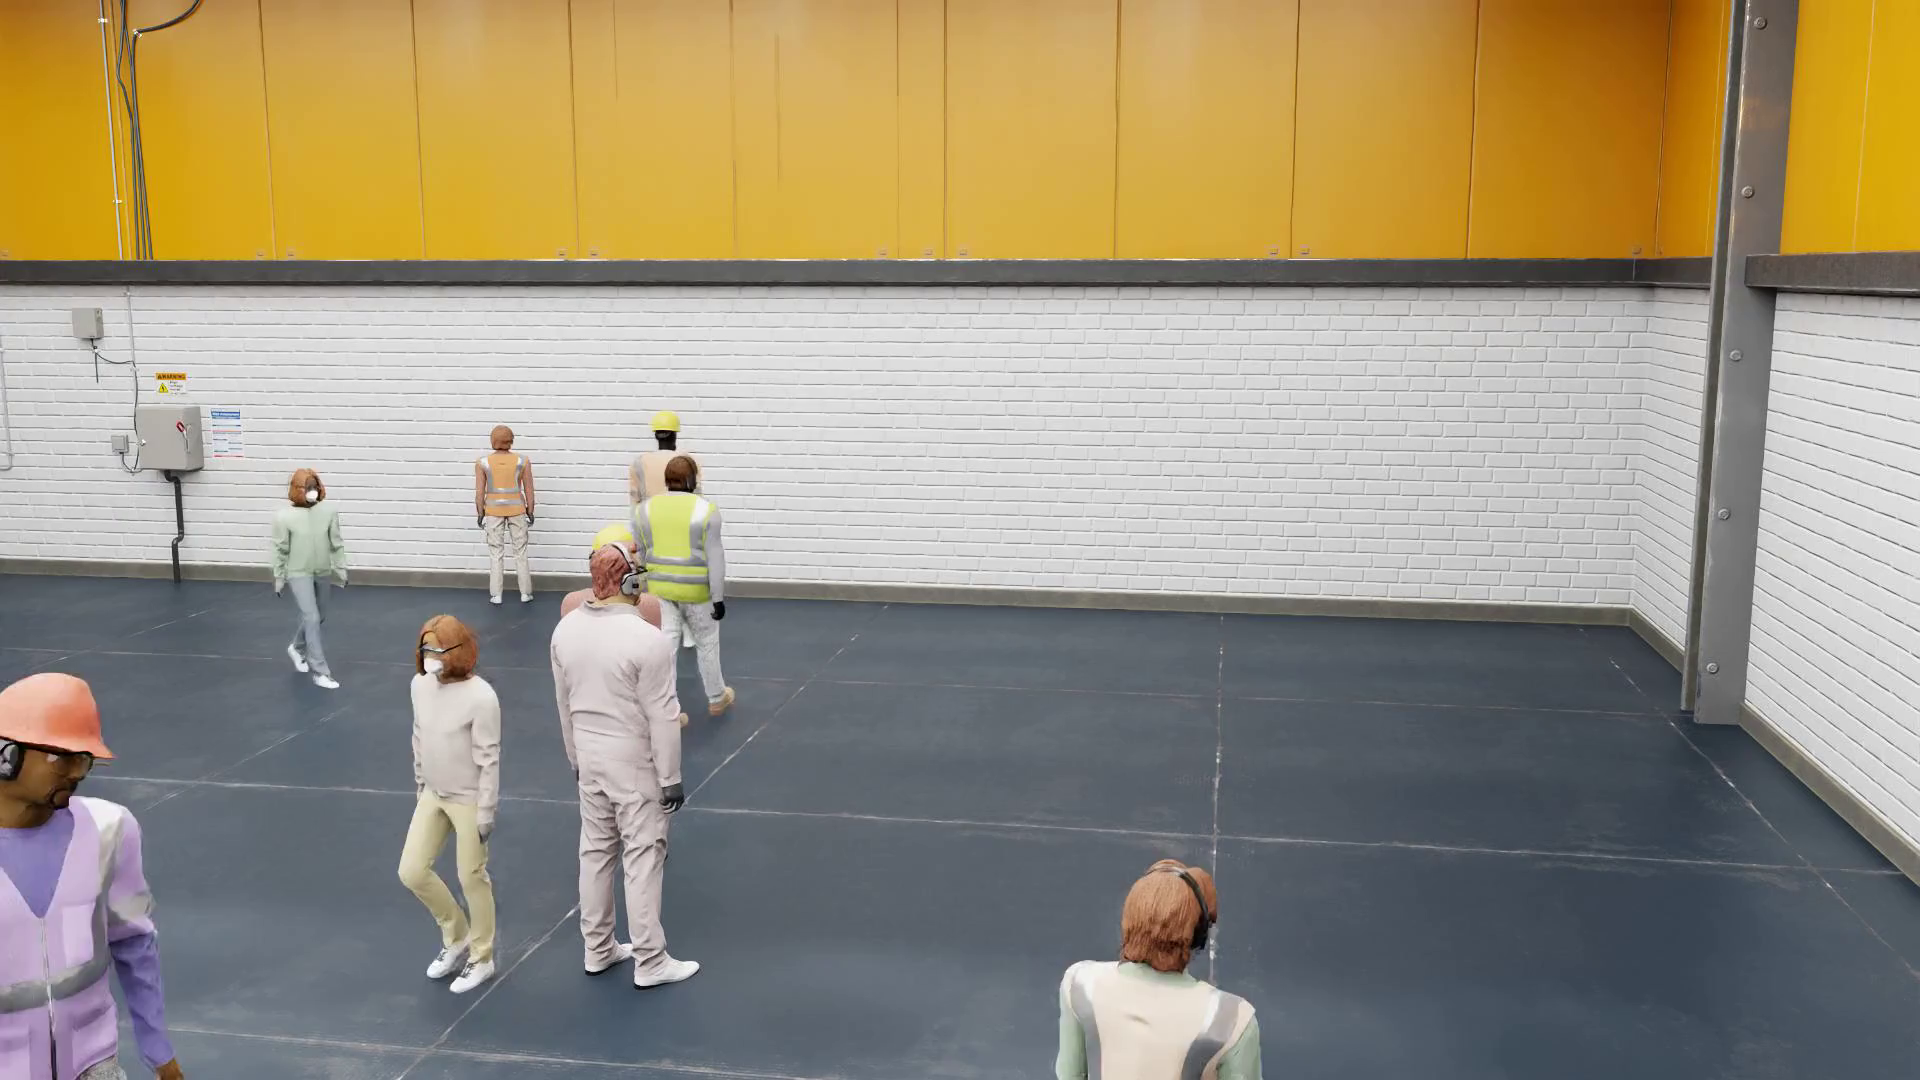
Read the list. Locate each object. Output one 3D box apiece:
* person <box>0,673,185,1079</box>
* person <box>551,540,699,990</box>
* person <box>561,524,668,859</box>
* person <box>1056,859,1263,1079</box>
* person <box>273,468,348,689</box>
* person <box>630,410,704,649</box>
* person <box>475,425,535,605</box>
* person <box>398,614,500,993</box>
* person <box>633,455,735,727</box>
[{"bbox_3d":[-2.368,1.354,4.269,0.388,2.012,0.662,8,12,41],"label":"person"},{"bbox_3d":[-1.414,0.946,7.065,0.643,1.911,0.411,6,11,33],"label":"person"},{"bbox_3d":[-1.738,0.798,8.418,0.535,1.767,0.317,1,9,5],"label":"person"},{"bbox_3d":[0.484,1.573,4.069,0.534,1.624,0.369,4,10,25],"label":"person"},{"bbox_3d":[-4.824,0.256,12.266,0.772,1.610,0.516,7,12,38],"label":"person"},{"bbox_3d":[-2.338,-0.079,13.338,0.609,1.924,0.385,1,9,7],"label":"person"},{"bbox_3d":[-4.129,-0.223,15.116,0.523,1.636,0.311,-3,10,-17],"label":"person"},{"bbox_3d":[-2.131,1.104,6.970,0.523,1.615,0.372,5,11,30],"label":"person"},{"bbox_3d":[-1.812,0.330,11.152,0.654,1.811,0.848,2,9,12],"label":"person"}]
